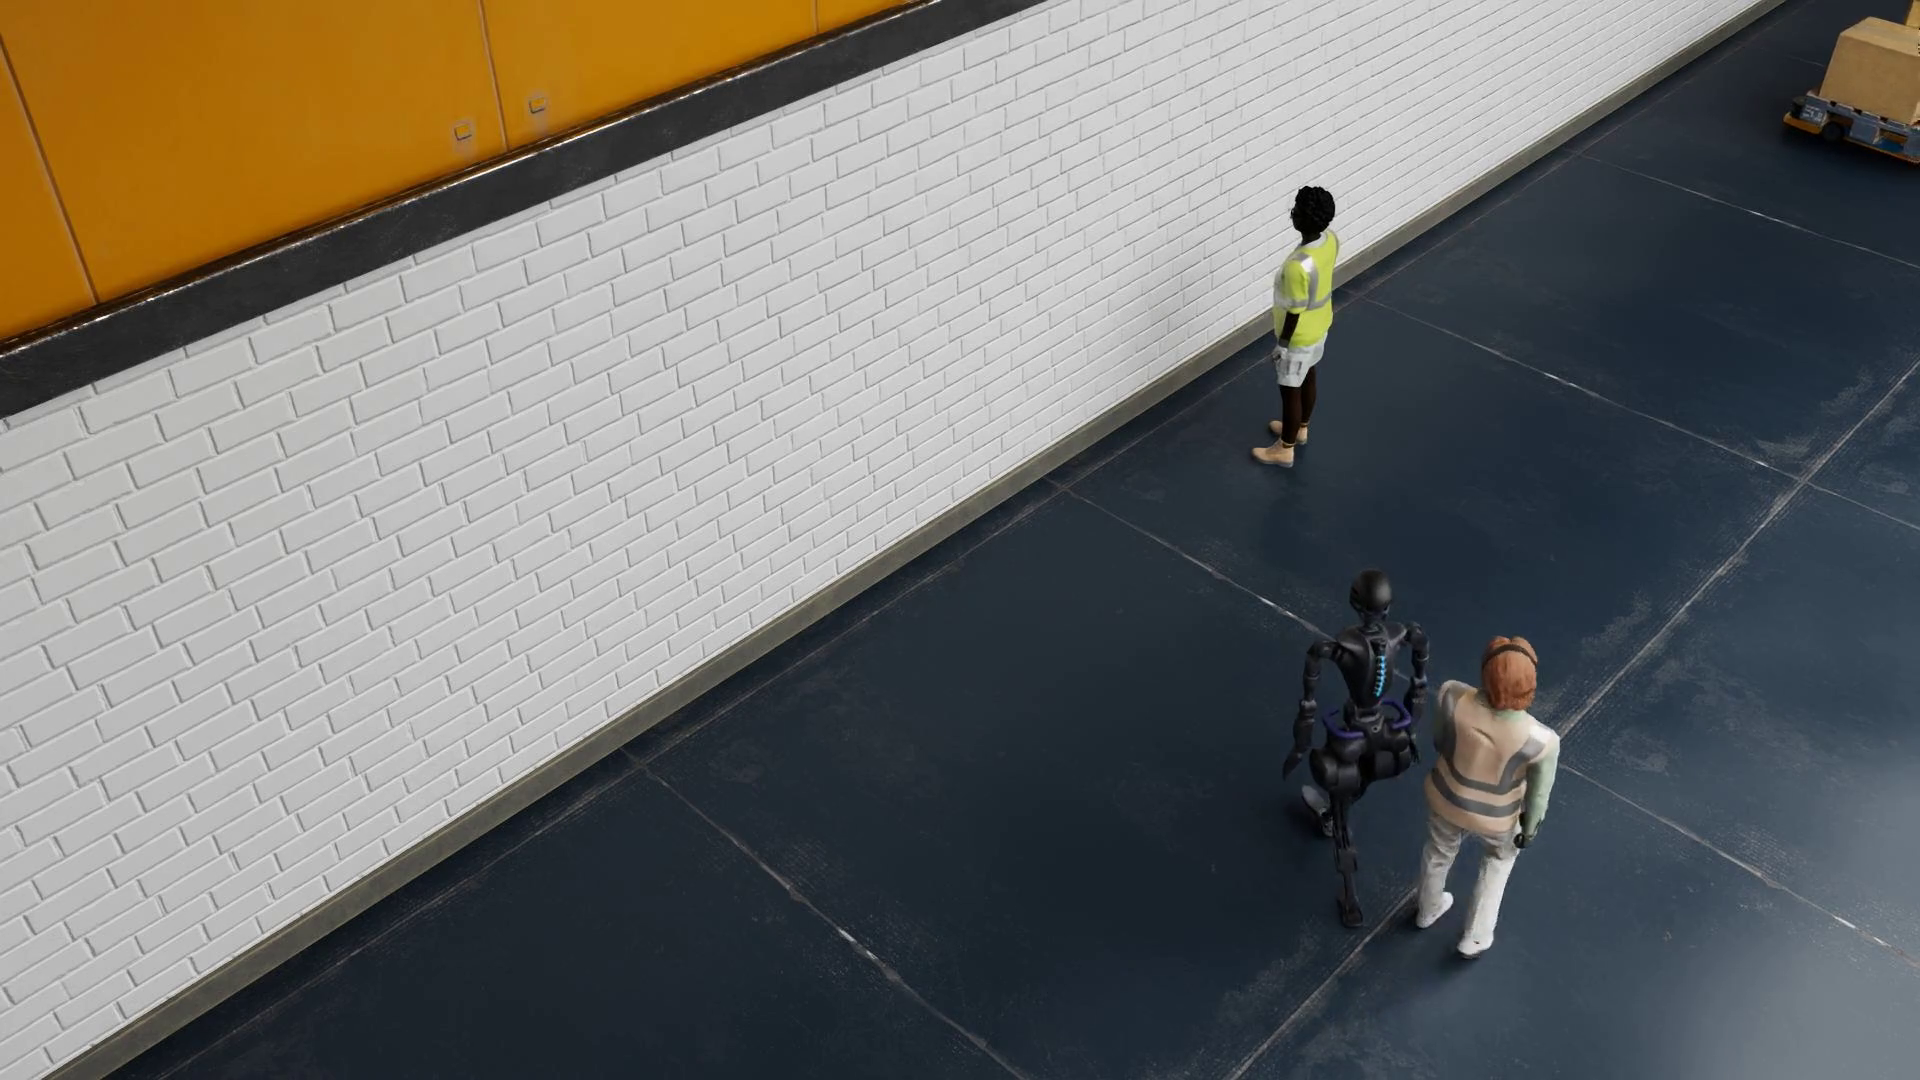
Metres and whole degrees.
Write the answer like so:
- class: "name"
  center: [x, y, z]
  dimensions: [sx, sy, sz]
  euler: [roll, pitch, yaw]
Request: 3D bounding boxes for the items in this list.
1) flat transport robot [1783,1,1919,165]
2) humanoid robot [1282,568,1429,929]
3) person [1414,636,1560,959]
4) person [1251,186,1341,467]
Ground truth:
- class: "flat transport robot"
  center: [7.232, -3.175, 12.888]
  dimensions: [0.659, 0.231, 1.431]
  euler: [-30, 47, -32]
- class: "humanoid robot"
  center: [1.627, 0.803, 6.821]
  dimensions: [0.590, 1.624, 0.735]
  euler: [-9, 39, -11]
- class: "person"
  center: [2.054, 1.015, 6.564]
  dimensions: [0.524, 1.626, 0.418]
  euler: [25, 45, 28]
- class: "person"
  center: [1.883, -1.178, 9.247]
  dimensions: [0.322, 1.697, 0.532]
  euler: [21, 43, 24]
